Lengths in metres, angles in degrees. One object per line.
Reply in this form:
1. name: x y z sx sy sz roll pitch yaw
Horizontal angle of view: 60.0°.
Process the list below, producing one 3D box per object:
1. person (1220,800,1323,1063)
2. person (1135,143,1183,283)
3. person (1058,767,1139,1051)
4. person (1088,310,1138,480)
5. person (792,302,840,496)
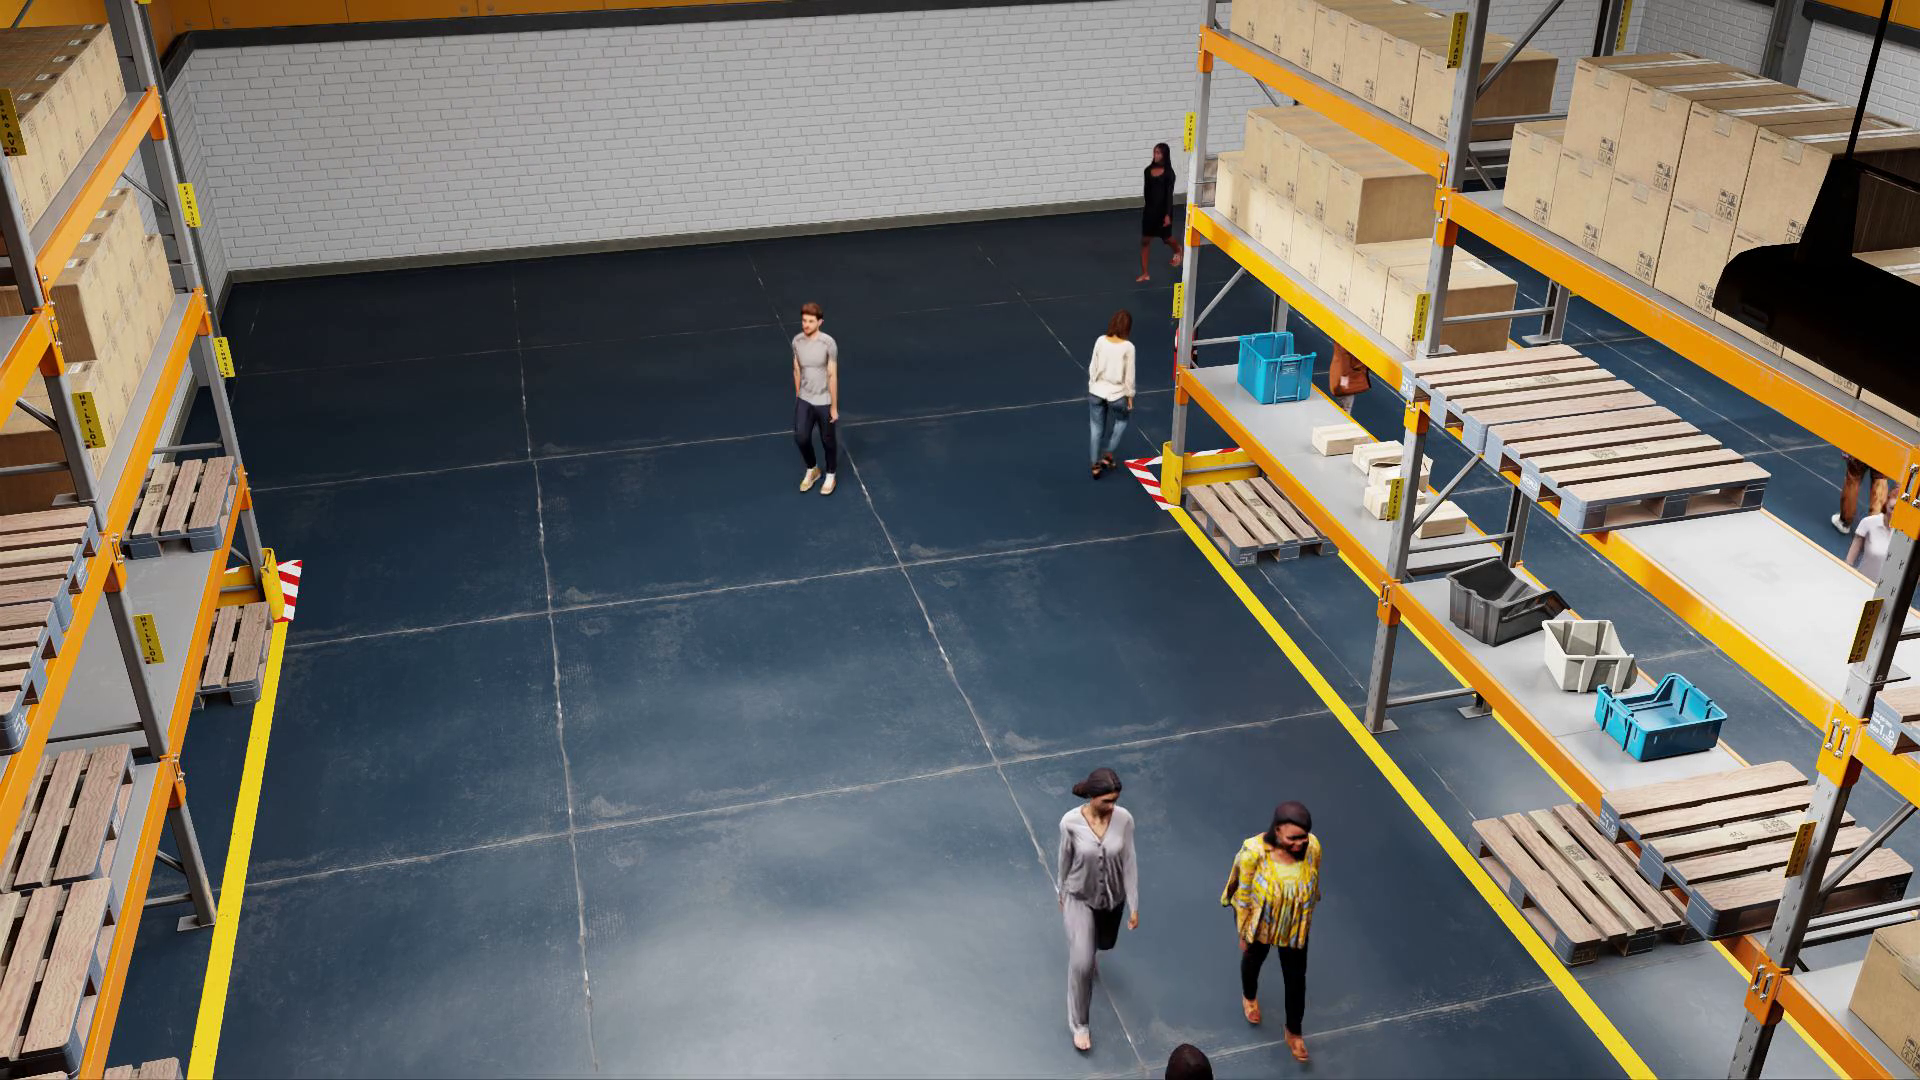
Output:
1. person: 1.734 2.087 9.377 0.754 1.633 0.893 -4 29 -7
2. person: 2.509 -4.059 20.577 1.105 1.697 1.083 21 35 33
3. person: 0.759 1.973 9.474 0.636 1.741 1.039 -4 29 -7
4. person: 1.396 -1.329 15.614 0.821 1.658 0.891 15 32 25
5. person: -1.279 -1.332 15.390 0.785 1.877 0.821 9 30 15
